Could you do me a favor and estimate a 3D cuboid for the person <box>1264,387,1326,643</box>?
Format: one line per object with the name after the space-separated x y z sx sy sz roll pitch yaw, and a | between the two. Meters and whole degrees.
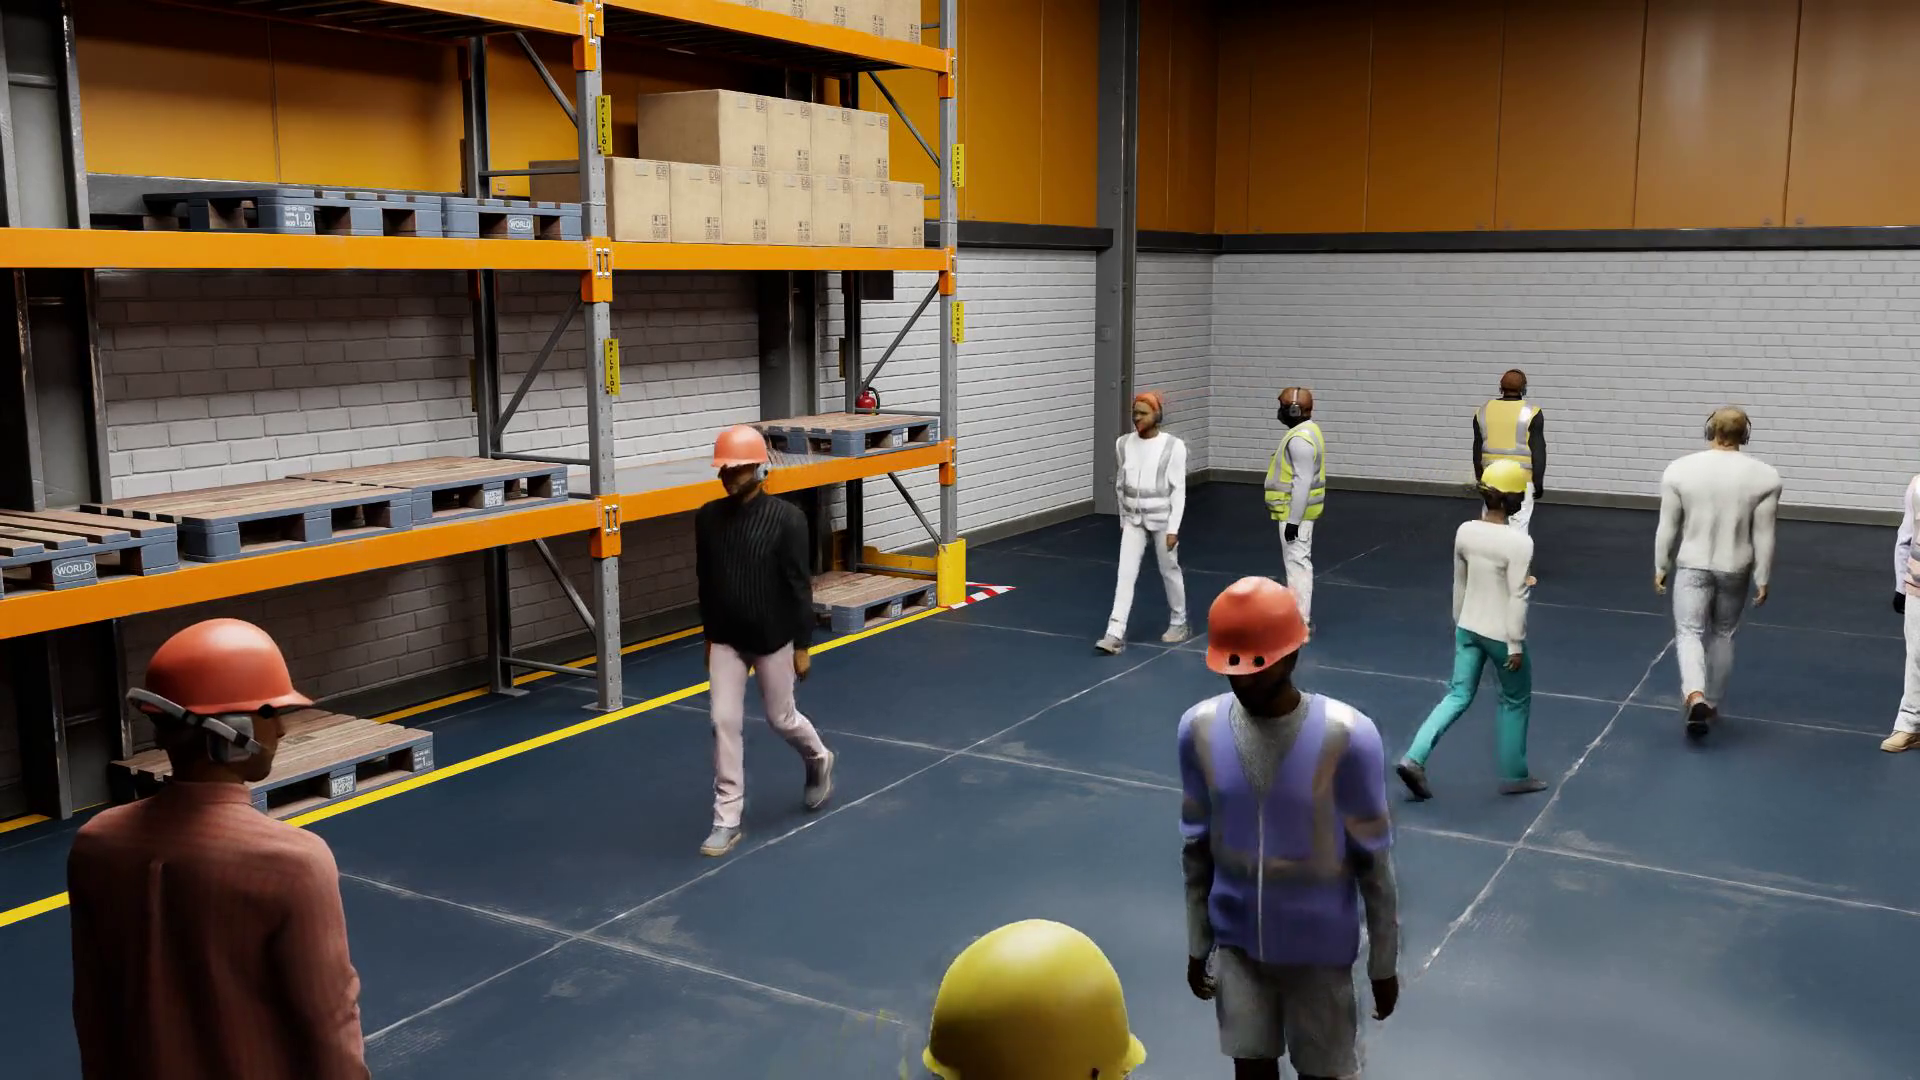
2.403 -0.181 11.974 0.429 1.841 0.633 2 9 14 | person

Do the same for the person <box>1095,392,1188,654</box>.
1.327 -0.127 11.703 0.597 1.826 1.025 7 11 36 | person

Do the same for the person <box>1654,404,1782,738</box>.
4.328 0.176 9.536 0.636 1.911 0.869 3 10 20 | person

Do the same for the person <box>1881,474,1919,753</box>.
5.385 0.291 9.023 0.430 1.845 0.624 -7 12 -38 | person

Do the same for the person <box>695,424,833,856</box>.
-0.923 0.424 7.813 0.634 1.973 0.870 4 10 23 | person

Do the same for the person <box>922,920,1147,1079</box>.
-0.023 1.403 1.950 0.809 1.896 0.617 -9 13 -44 | person

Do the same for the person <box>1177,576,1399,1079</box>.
0.860 1.013 4.330 0.600 1.902 0.674 6 11 32 | person

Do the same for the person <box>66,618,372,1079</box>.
-1.414 1.140 3.264 0.610 1.989 0.392 3 10 17 | person

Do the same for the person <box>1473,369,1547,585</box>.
4.672 -0.527 14.120 0.633 1.846 0.429 9 13 43 | person

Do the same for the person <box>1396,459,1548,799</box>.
2.601 0.457 8.319 0.811 1.740 0.527 -4 10 -25 | person
